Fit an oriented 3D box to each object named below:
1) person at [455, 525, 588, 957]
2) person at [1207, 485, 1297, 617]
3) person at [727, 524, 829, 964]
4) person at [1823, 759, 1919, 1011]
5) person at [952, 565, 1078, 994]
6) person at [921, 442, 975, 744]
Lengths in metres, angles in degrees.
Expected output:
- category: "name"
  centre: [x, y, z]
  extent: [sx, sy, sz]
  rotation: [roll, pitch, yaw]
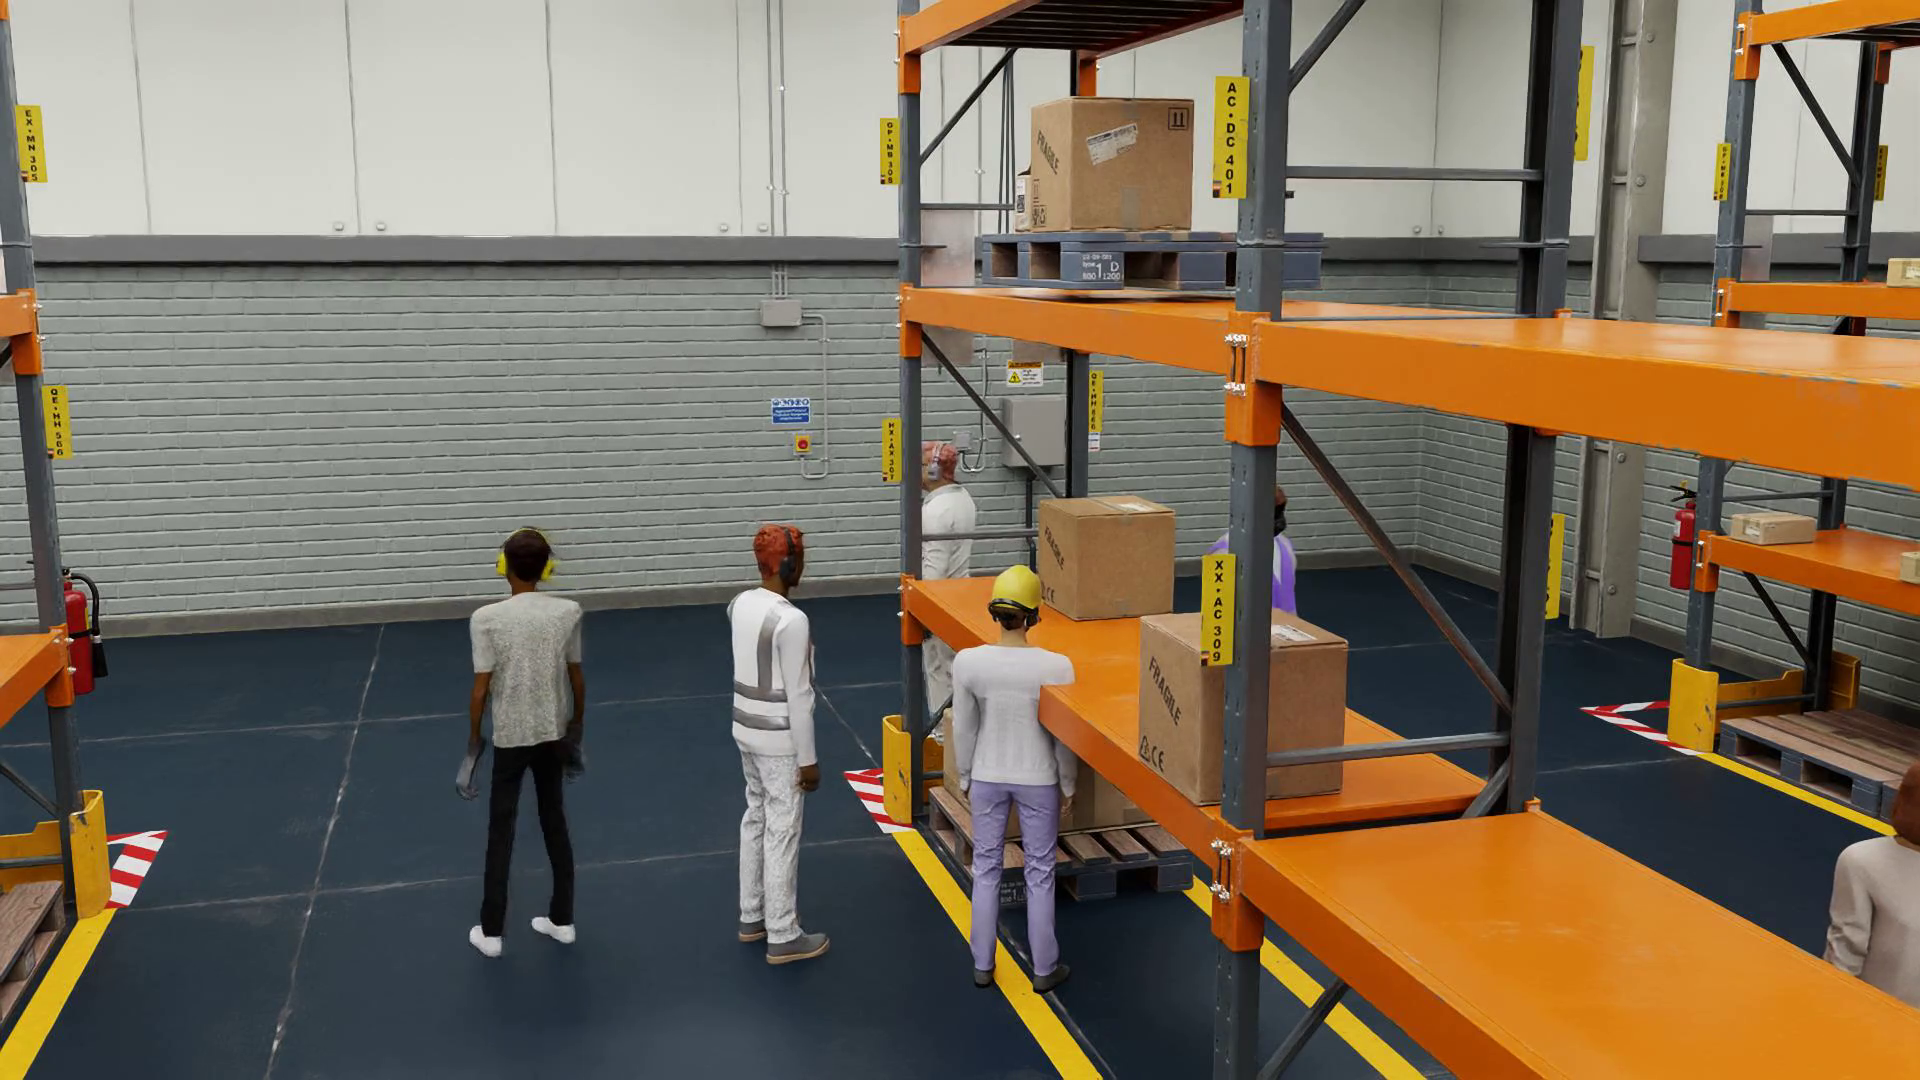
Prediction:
- category: "person"
  centre: [-1.896, 0.863, 7.191]
  extent: [0.581, 1.863, 0.371]
  rotation: [-8, 13, -37]
- category: "person"
  centre: [1.546, 0.606, 8.723]
  extent: [0.628, 1.838, 0.429]
  rotation: [-9, 13, -41]
- category: "person"
  centre: [-0.796, 0.861, 7.137]
  extent: [0.348, 1.879, 0.579]
  rotation: [-6, 12, -32]
- category: "person"
  centre: [2.731, 1.400, 4.751]
  extent: [0.507, 1.633, 0.274]
  rotation: [2, 10, 13]
- category: "person"
  centre: [0.228, 0.977, 6.788]
  extent: [0.525, 1.769, 0.309]
  rotation: [3, 10, 15]
- category: "person"
  centre: [-0.144, 0.374, 9.869]
  extent: [0.398, 1.902, 0.698]
  rotation: [2, 10, 14]
